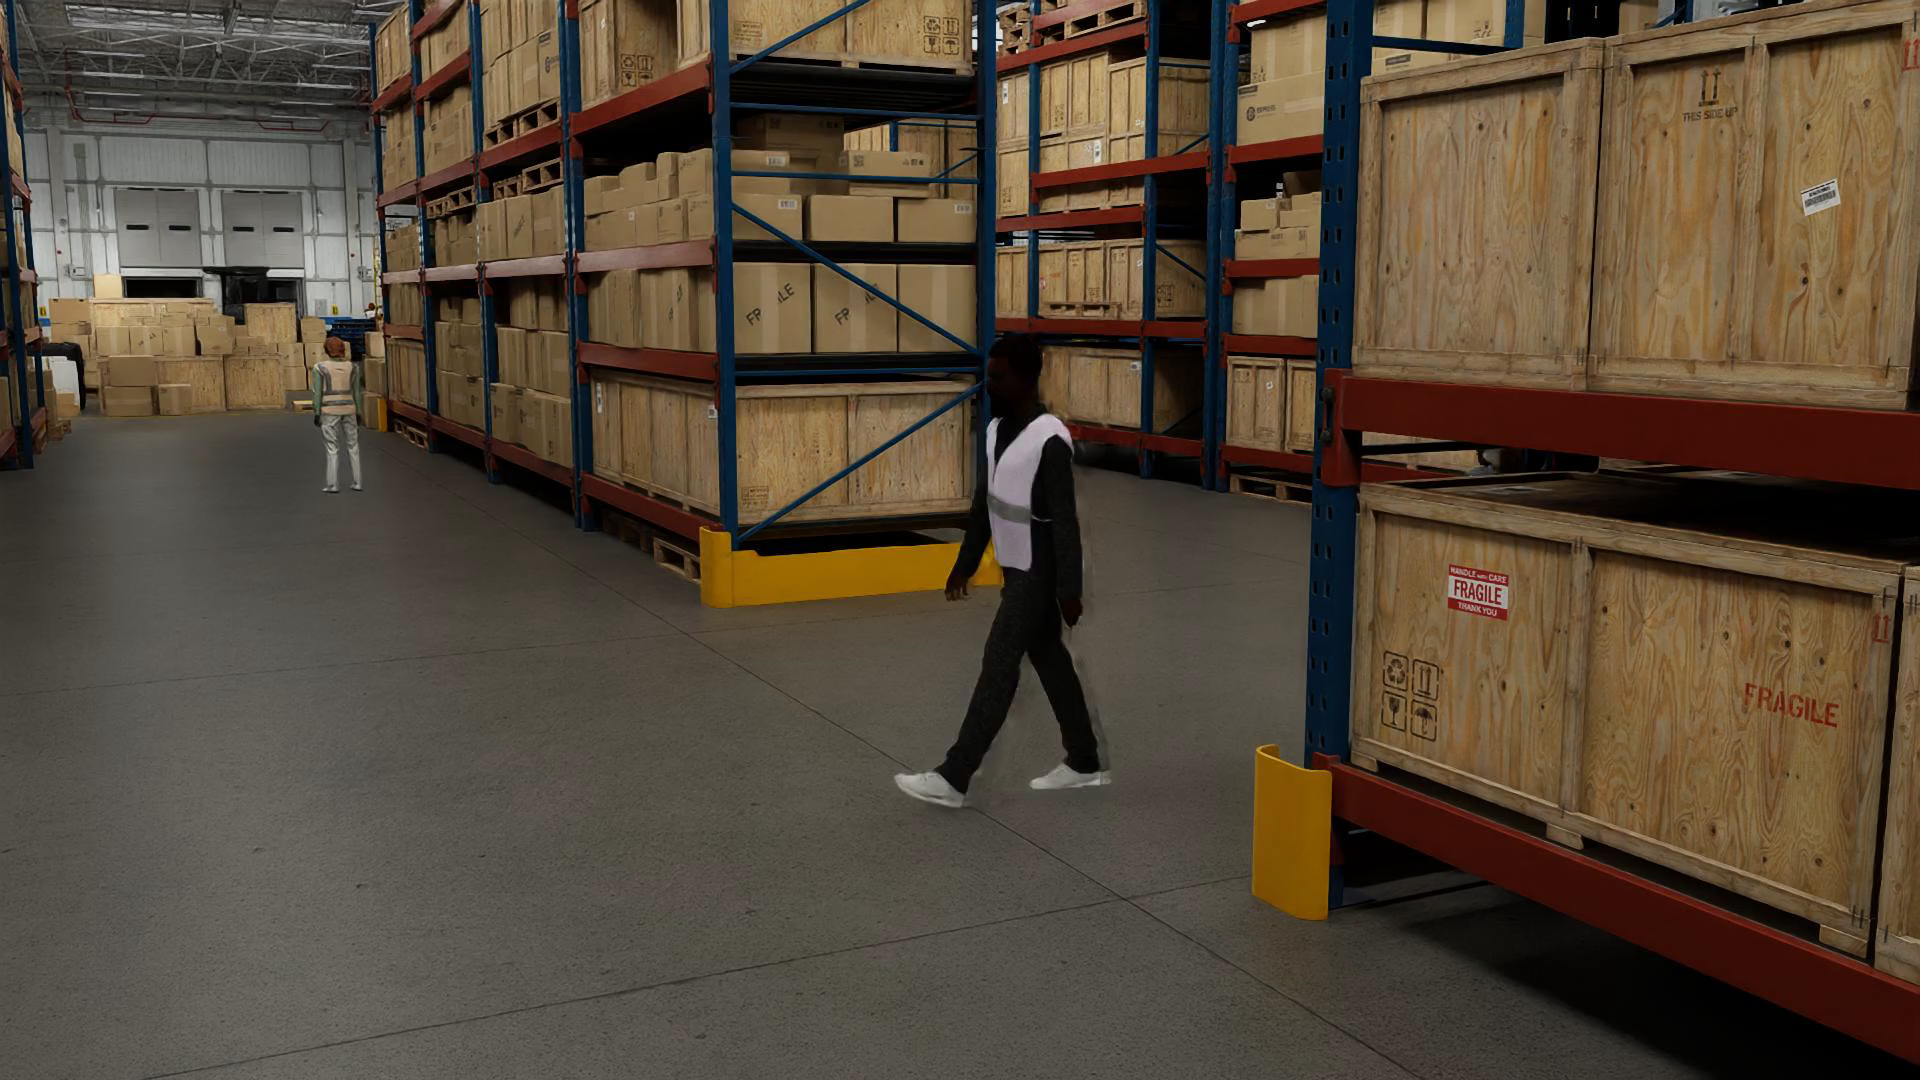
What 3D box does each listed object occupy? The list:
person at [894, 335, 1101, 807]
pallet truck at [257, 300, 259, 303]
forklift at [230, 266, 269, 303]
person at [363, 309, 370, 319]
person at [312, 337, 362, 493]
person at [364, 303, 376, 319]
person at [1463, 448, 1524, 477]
[{"bbox_3d":[0.163,0.130,6.654,0.986,1.872,0.599,-2,9,-16],"label":"person"},{"bbox_3d":[-23.913,-7.404,58.171,1.885,1.965,0.823,-1,8,-9],"label":"pallet truck"},{"bbox_3d":[-17.661,-5.425,41.501,1.129,2.768,1.873,2,9,14],"label":"forklift"},{"bbox_3d":[-22.751,-8.045,63.827,0.313,1.638,0.513,-1,8,-8],"label":"person"},{"bbox_3d":[-6.498,-1.304,17.385,0.314,1.629,0.518,8,12,44],"label":"person"},{"bbox_3d":[-20.626,-7.383,58.422,0.574,1.883,0.355,0,8,-3],"label":"person"},{"bbox_3d":[2.269,0.237,6.830,0.763,1.606,0.505,-4,9,-27],"label":"person"}]
